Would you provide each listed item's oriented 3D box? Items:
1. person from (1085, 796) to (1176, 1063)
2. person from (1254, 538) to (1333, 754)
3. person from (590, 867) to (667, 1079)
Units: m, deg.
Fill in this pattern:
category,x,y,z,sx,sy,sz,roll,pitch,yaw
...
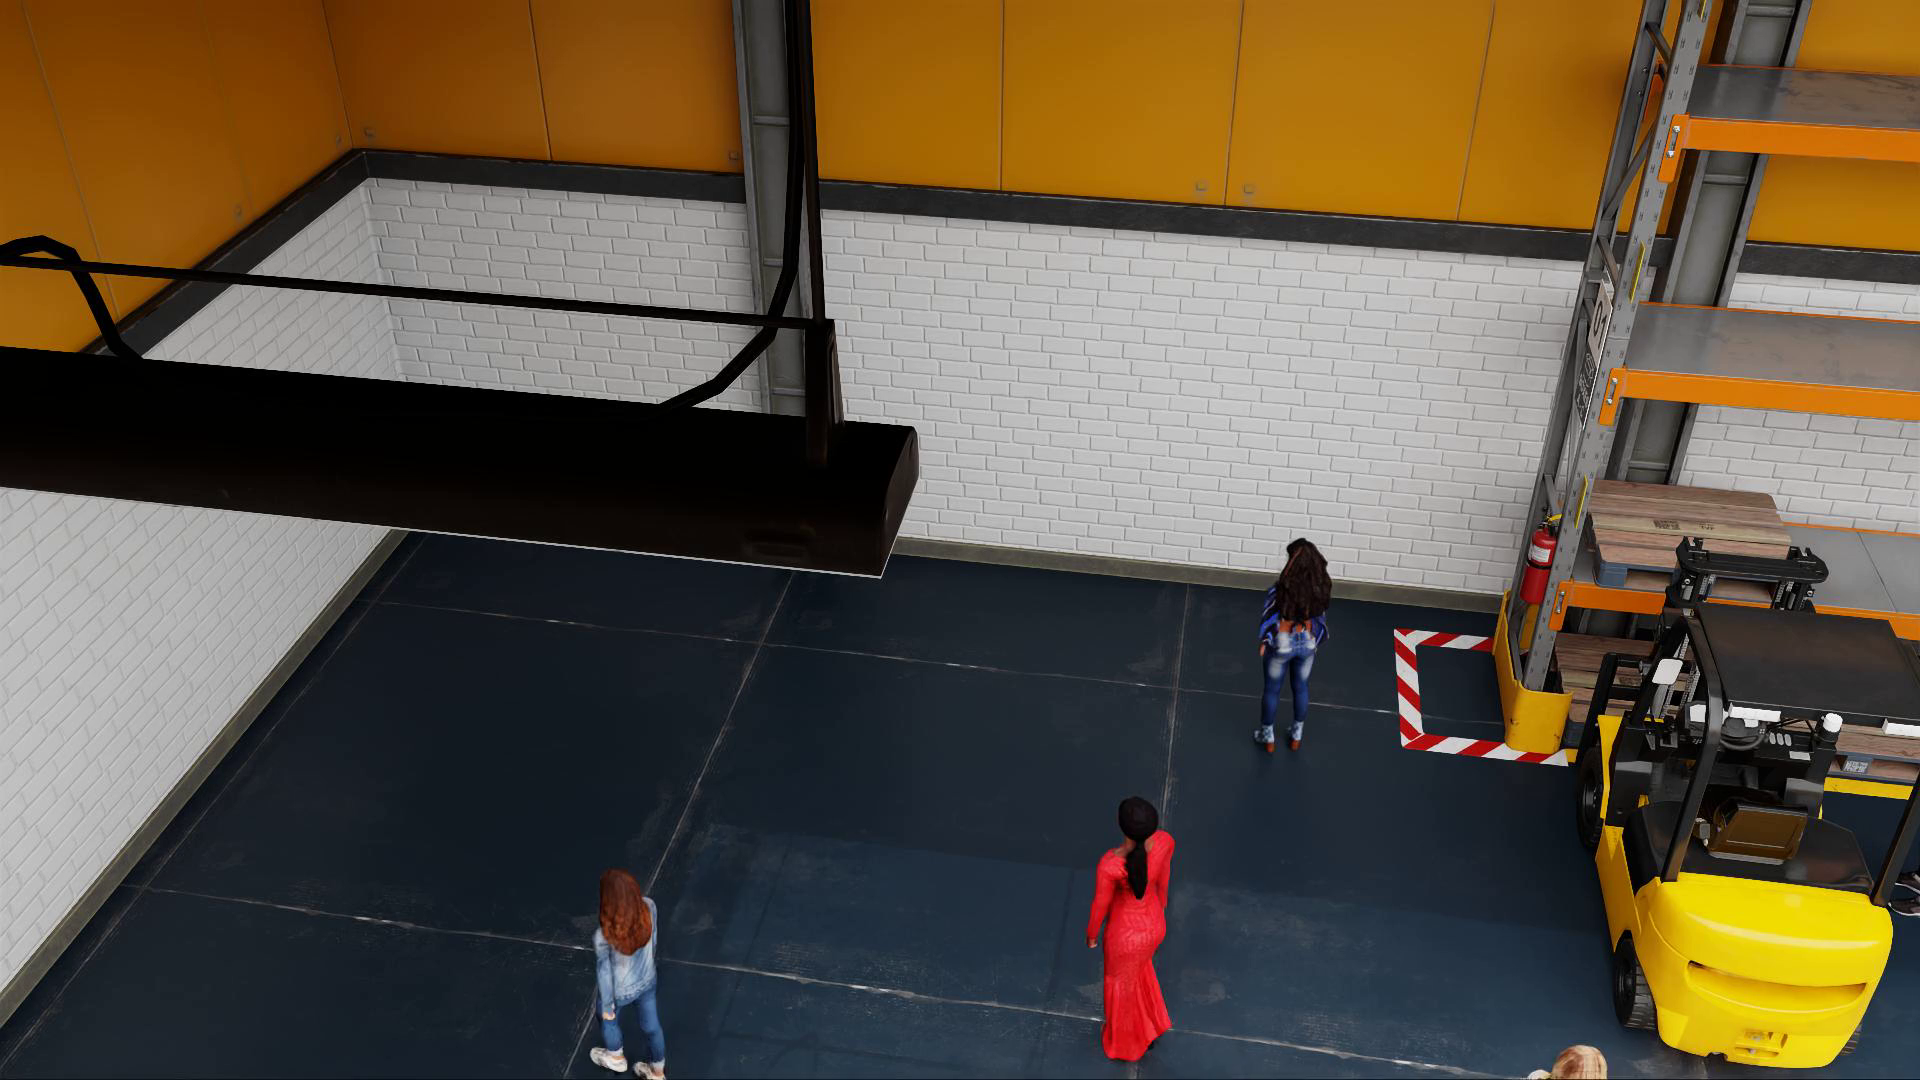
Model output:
category,x,y,z,sx,sy,sz,roll,pitch,yaw
person,0.926,2.049,8.497,0.782,1.774,0.842,-21,39,-28
person,2.129,0.677,10.691,0.596,1.620,0.734,-5,34,-8
person,-1.631,2.269,8.436,0.837,1.465,0.764,25,41,32
